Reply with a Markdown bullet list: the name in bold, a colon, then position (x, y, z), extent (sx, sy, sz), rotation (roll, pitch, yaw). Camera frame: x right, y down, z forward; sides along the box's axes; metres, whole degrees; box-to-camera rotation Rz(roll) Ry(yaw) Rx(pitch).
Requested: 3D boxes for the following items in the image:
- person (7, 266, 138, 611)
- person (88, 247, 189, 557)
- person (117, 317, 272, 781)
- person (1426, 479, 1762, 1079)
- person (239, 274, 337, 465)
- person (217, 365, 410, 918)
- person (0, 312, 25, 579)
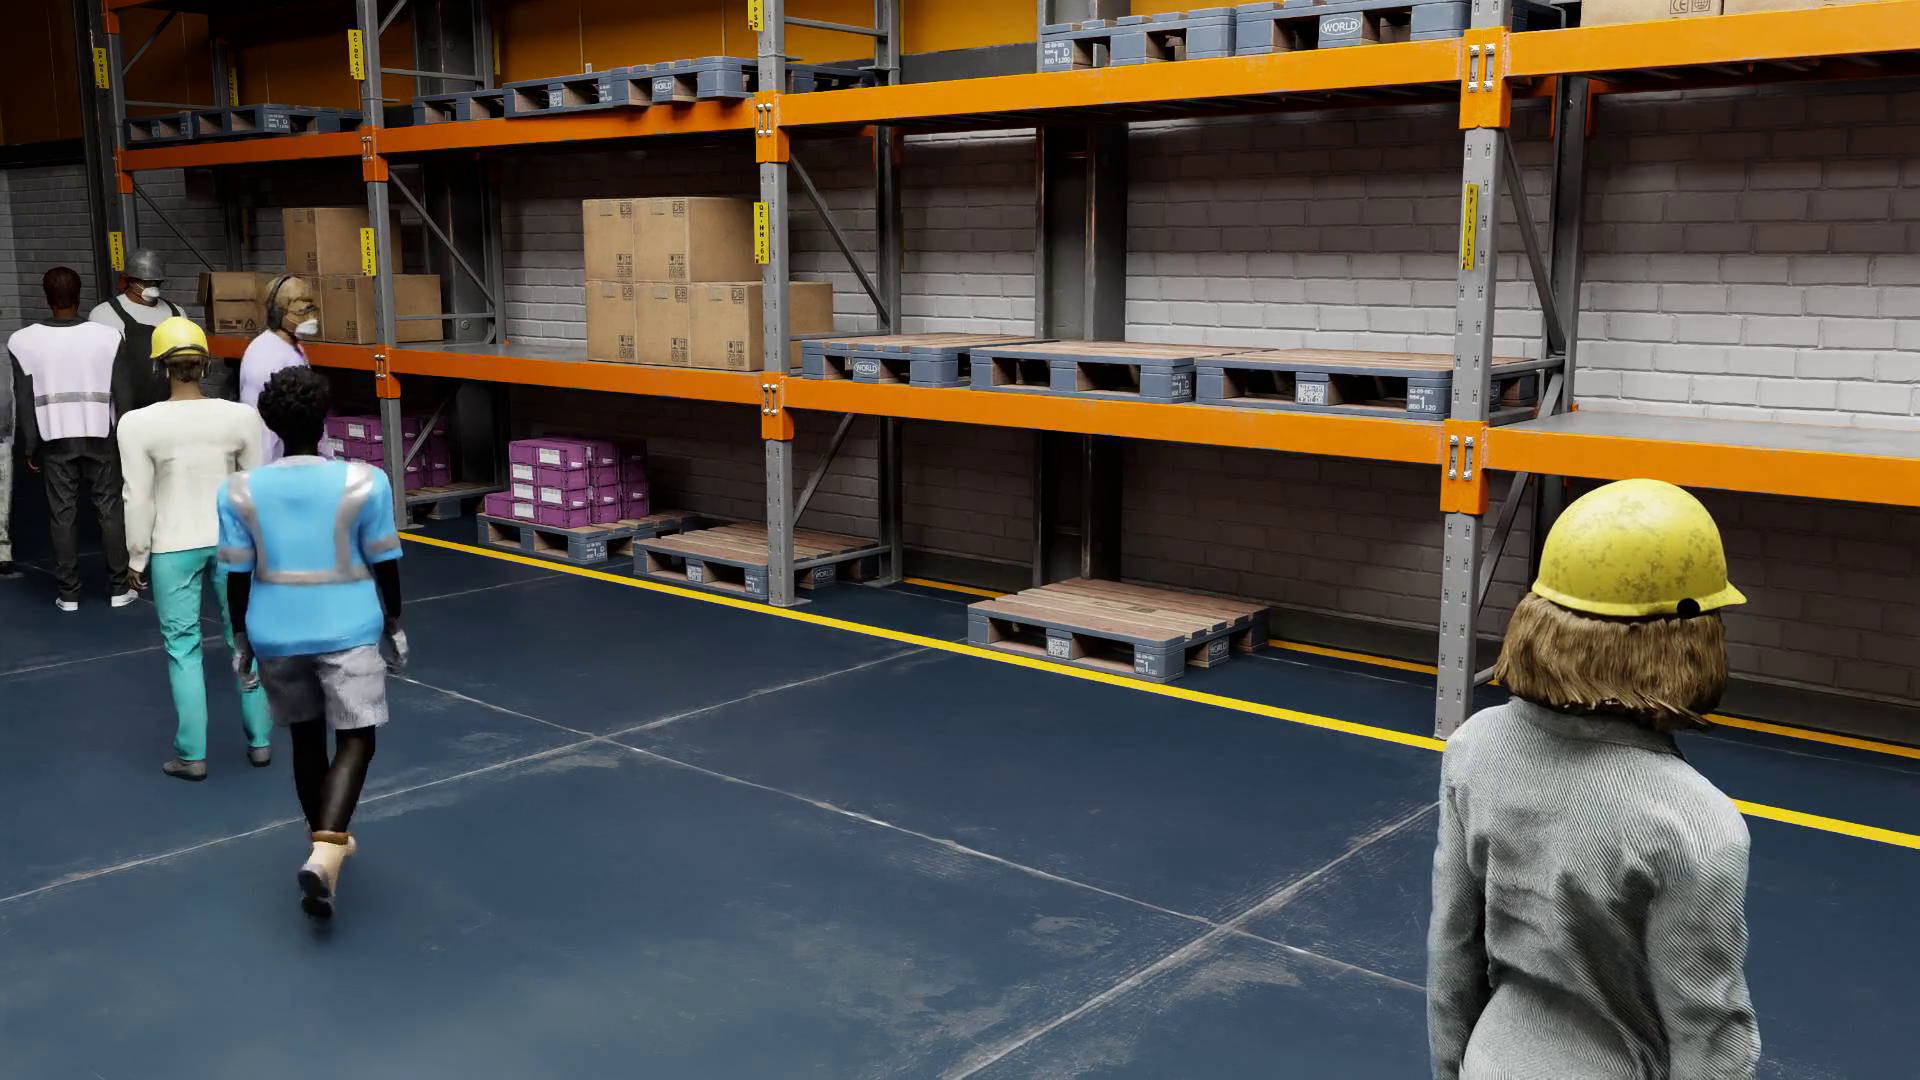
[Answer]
- **person**: position (-4.935, -0.559, 9.305), extent (0.593, 1.922, 0.392), rotation (-5, 11, -25)
- **person**: position (-5.250, -0.890, 10.847), extent (0.536, 2.000, 0.675), rotation (6, 12, 33)
- **person**: position (-2.922, 0.034, 6.376), extent (0.533, 1.765, 0.330), rotation (-9, 13, -42)
- **person**: position (0.814, 0.785, 2.158), extent (0.295, 1.743, 0.493), rotation (-4, 11, -24)
- **person**: position (-2.975, -0.244, 7.561), extent (0.719, 1.901, 0.659), rotation (-3, 11, -19)
- **person**: position (-1.988, 0.302, 5.101), extent (0.535, 1.674, 0.765), rotation (-1, 10, -4)
- **person**: position (-6.077, -0.658, 10.205), extent (0.607, 1.814, 0.604), rotation (5, 11, 27)
